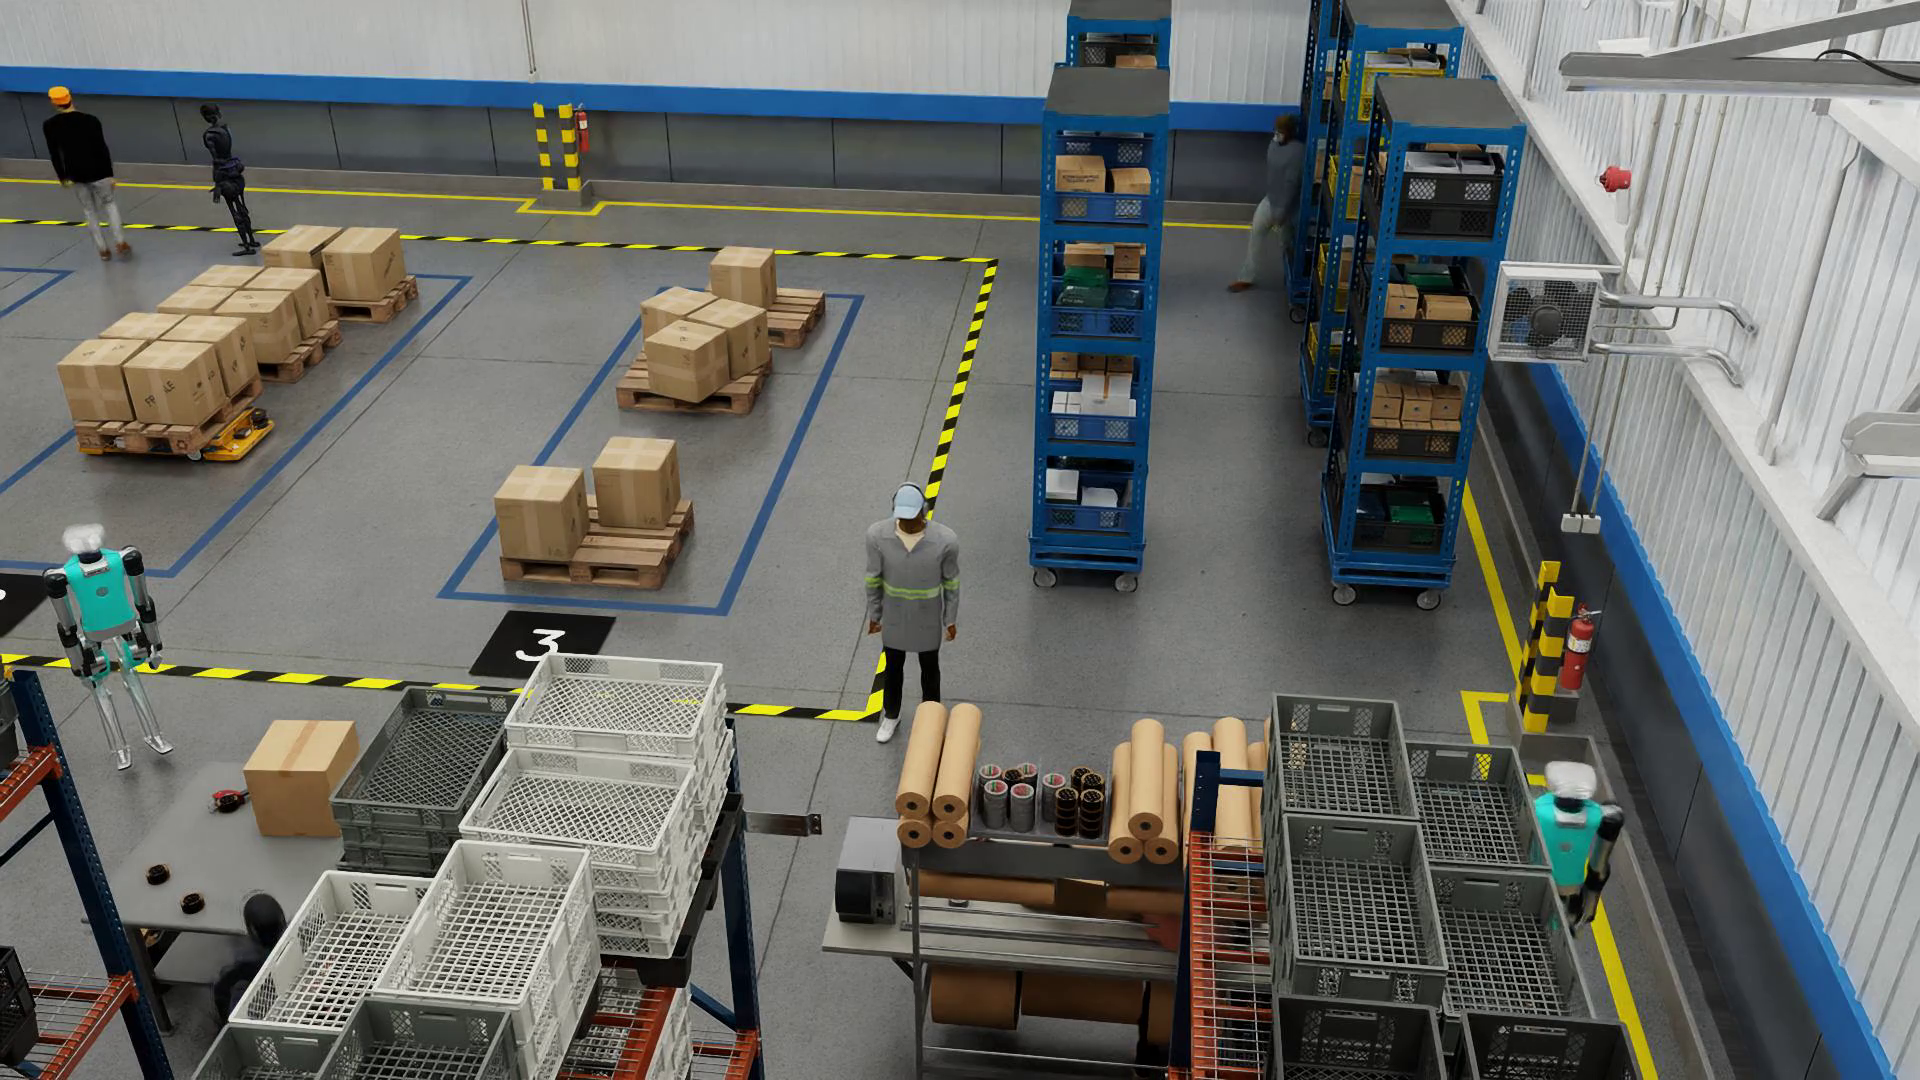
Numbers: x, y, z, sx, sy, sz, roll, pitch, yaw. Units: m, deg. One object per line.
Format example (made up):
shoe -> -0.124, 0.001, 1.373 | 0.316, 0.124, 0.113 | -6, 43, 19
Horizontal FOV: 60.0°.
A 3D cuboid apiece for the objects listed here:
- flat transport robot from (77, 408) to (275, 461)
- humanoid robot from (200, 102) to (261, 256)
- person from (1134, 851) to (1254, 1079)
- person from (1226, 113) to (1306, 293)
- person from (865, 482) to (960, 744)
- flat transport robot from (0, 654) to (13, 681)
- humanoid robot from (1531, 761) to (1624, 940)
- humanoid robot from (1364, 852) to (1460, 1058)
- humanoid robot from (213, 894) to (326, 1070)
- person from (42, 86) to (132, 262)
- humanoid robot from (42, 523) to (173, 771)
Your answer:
flat transport robot -> -6.728, -0.944, 14.268 | 1.431, 0.197, 0.652 | 3, 30, 6
humanoid robot -> -7.919, -3.907, 17.974 | 0.315, 1.653, 0.599 | -2, 30, -4
person -> 1.094, 1.828, 7.854 | 0.598, 1.957, 0.364 | 13, 33, 21
person -> 3.296, -3.423, 16.932 | 0.932, 1.898, 0.620 | -12, 32, -19
person -> -0.297, 0.464, 10.305 | 0.589, 1.850, 0.395 | 4, 30, 6
flat transport robot -> -7.142, 0.969, 11.010 | 1.431, 0.231, 0.659 | 3, 30, 6
humanoid robot -> 2.853, 1.689, 8.369 | 0.548, 1.827, 0.896 | 2, 30, 4
humanoid robot -> 2.152, 2.097, 7.706 | 0.606, 1.654, 0.601 | 16, 34, 25
humanoid robot -> -2.989, 2.235, 7.456 | 0.609, 1.628, 0.695 | -27, 39, -38
person -> -9.400, -3.927, 17.852 | 0.600, 1.843, 0.542 | -9, 31, -14
humanoid robot -> -5.173, 0.579, 10.089 | 0.533, 1.673, 0.735 | -21, 36, -32
